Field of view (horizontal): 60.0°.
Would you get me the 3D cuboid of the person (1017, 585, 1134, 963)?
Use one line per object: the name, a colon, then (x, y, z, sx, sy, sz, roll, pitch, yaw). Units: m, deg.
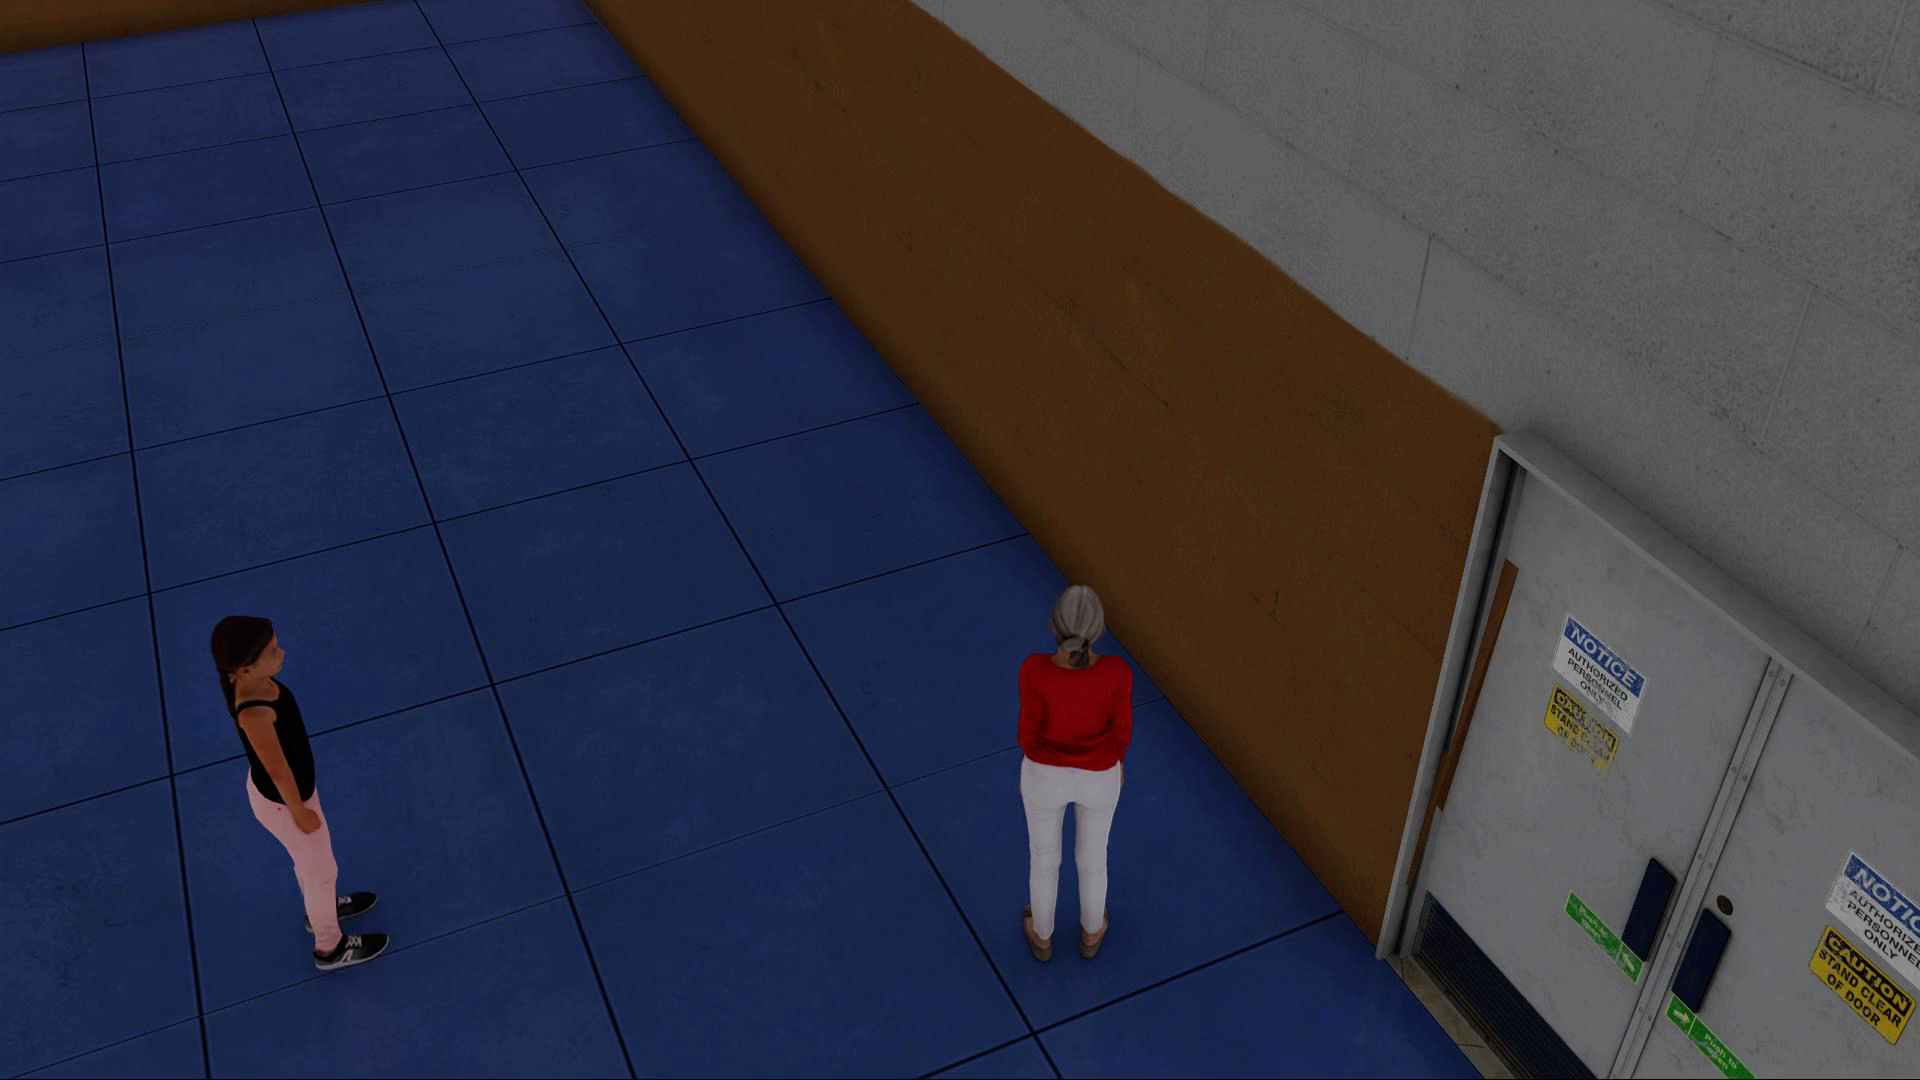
person: (0.382, 0.823, 5.714, 0.602, 1.694, 0.691, 0, 37, -1)

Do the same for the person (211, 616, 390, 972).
person: (-2.327, 0.874, 5.755, 0.516, 1.562, 0.528, -18, 40, -22)
